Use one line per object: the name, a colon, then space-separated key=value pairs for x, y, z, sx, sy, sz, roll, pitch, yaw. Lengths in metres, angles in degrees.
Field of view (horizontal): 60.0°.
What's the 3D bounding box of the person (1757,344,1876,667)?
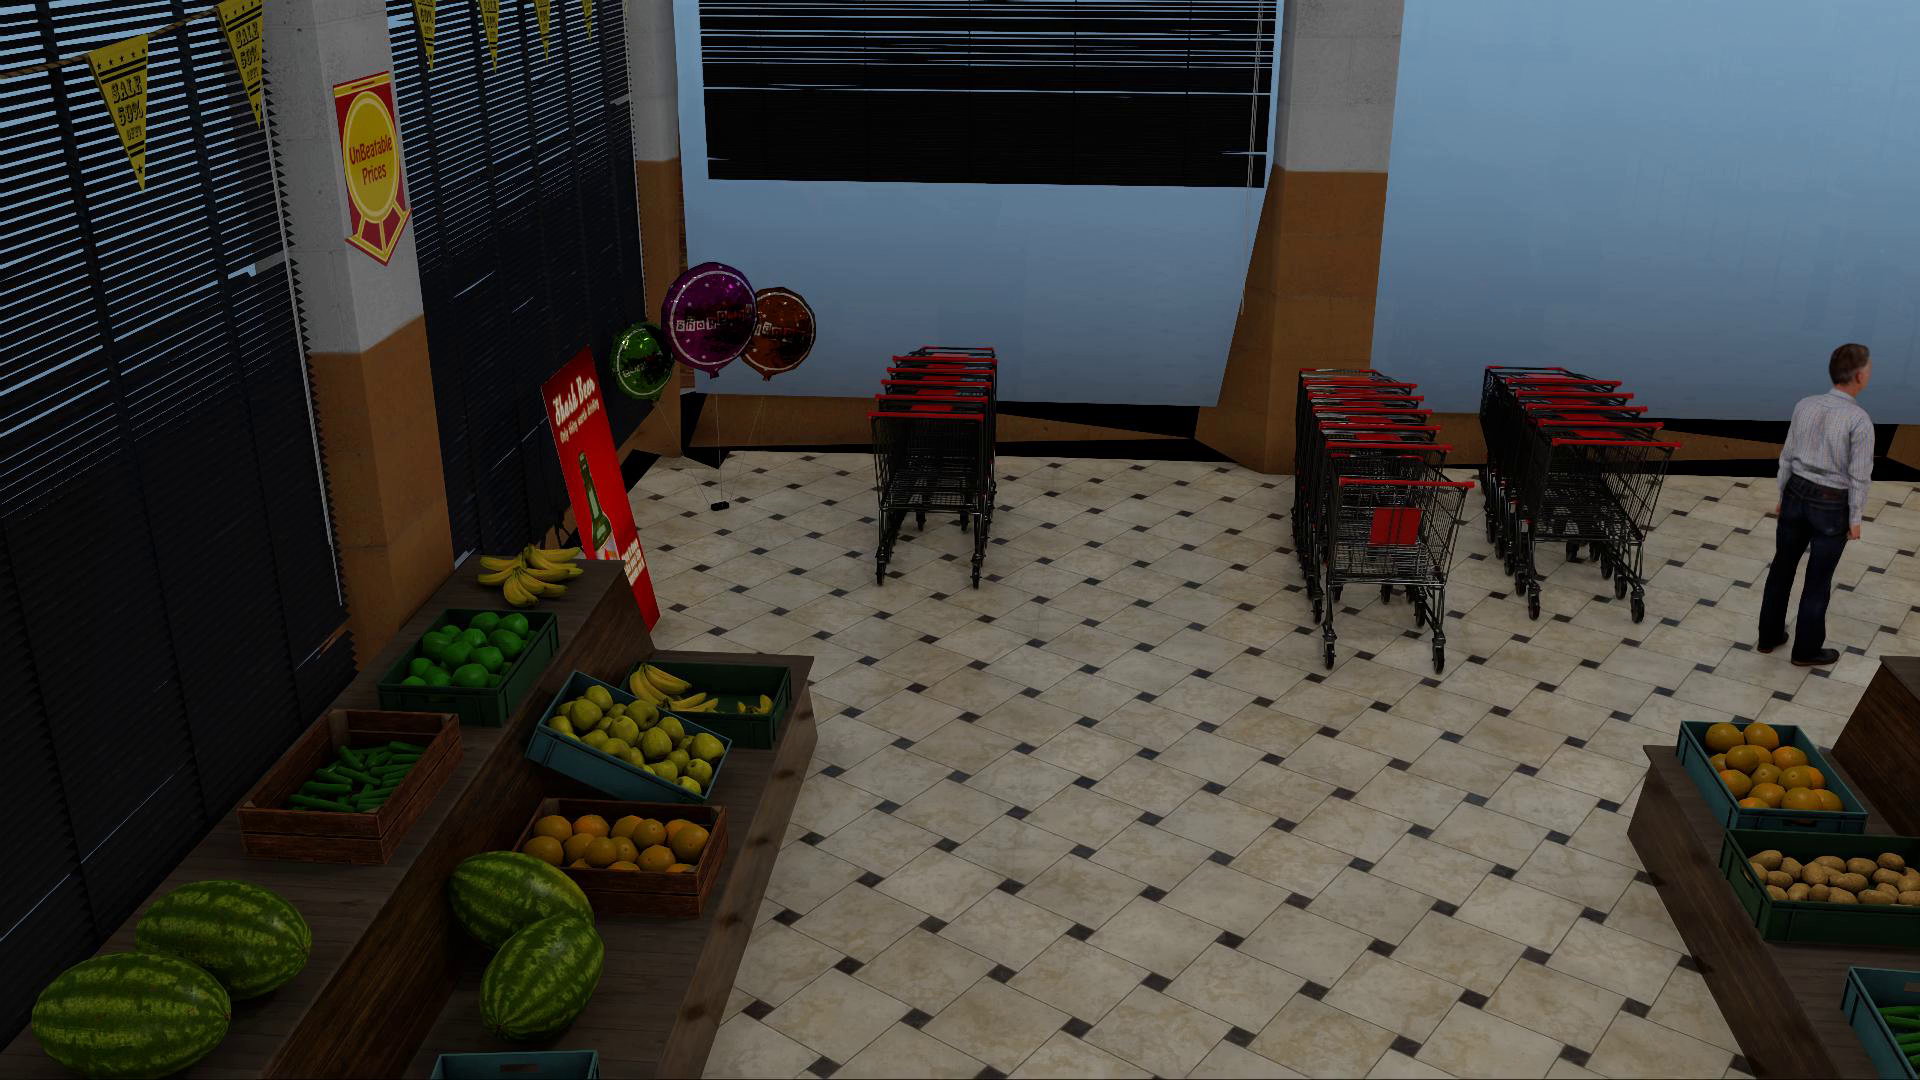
person: x=4.739 y=-0.201 z=9.186 sx=0.798 sy=1.817 sz=0.694 roll=-12 pitch=25 yaw=-27
